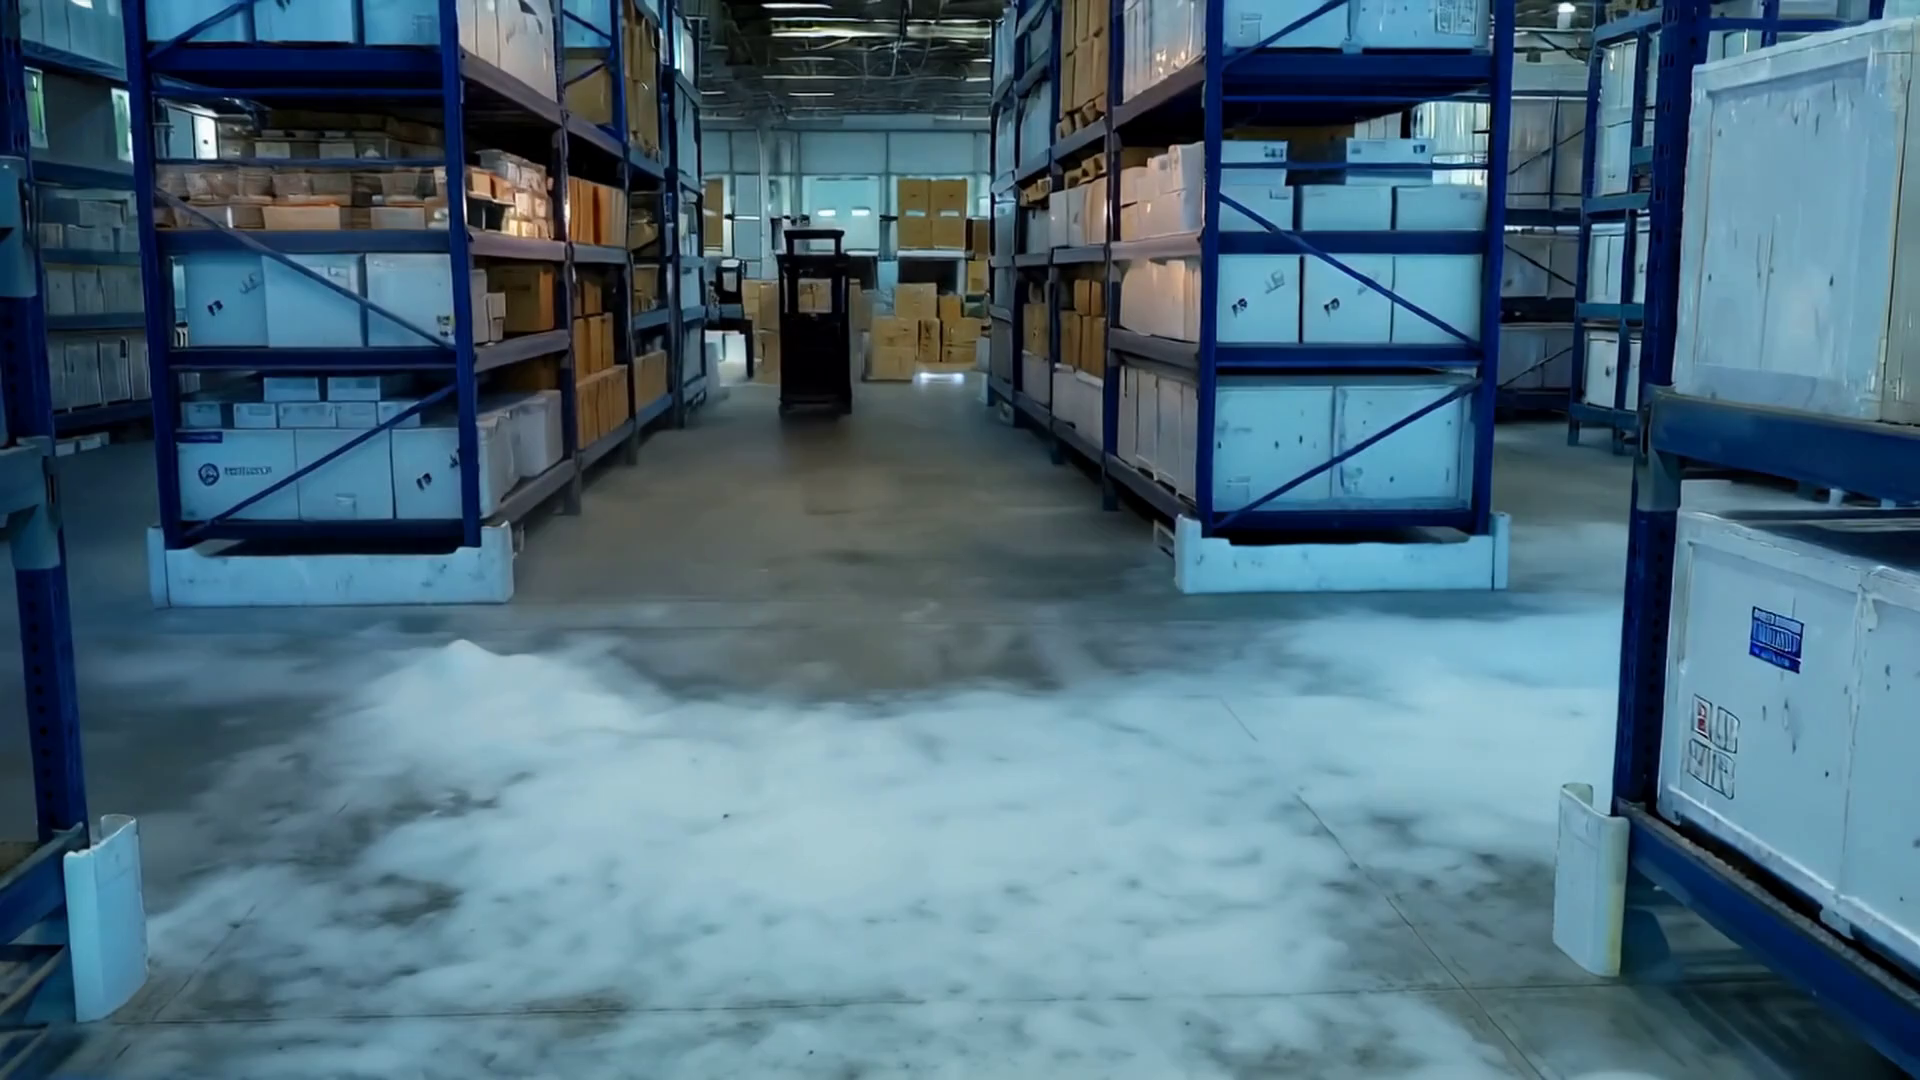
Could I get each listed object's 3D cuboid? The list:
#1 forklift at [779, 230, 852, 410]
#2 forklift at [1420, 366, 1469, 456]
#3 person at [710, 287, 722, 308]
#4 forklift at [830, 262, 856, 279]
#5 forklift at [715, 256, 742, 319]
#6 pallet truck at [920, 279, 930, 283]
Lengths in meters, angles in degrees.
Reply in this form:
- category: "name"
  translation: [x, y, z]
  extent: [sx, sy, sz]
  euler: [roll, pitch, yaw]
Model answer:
- category: "forklift"
  translation: [-2.298, -3.509, 26.361]
  extent: [1.129, 2.768, 1.873]
  euler: [-1, 9, -4]
- category: "forklift"
  translation: [4.846, -2.257, 18.500]
  extent: [1.129, 2.768, 1.873]
  euler: [7, 11, 36]
- category: "person"
  translation: [-9.106, -8.605, 62.079]
  extent: [0.531, 1.692, 0.320]
  euler: [1, 9, 7]
- category: "forklift"
  translation: [-4.114, -8.592, 58.281]
  extent: [1.129, 2.768, 1.873]
  euler: [-6, 11, -31]
- category: "forklift"
  translation: [-8.574, -9.187, 62.019]
  extent: [1.129, 2.768, 1.873]
  euler: [-1, 9, -4]
- category: "pallet truck"
  translation: [-0.932, -8.922, 63.114]
  extent: [1.885, 1.965, 0.823]
  euler: [2, 9, 13]
